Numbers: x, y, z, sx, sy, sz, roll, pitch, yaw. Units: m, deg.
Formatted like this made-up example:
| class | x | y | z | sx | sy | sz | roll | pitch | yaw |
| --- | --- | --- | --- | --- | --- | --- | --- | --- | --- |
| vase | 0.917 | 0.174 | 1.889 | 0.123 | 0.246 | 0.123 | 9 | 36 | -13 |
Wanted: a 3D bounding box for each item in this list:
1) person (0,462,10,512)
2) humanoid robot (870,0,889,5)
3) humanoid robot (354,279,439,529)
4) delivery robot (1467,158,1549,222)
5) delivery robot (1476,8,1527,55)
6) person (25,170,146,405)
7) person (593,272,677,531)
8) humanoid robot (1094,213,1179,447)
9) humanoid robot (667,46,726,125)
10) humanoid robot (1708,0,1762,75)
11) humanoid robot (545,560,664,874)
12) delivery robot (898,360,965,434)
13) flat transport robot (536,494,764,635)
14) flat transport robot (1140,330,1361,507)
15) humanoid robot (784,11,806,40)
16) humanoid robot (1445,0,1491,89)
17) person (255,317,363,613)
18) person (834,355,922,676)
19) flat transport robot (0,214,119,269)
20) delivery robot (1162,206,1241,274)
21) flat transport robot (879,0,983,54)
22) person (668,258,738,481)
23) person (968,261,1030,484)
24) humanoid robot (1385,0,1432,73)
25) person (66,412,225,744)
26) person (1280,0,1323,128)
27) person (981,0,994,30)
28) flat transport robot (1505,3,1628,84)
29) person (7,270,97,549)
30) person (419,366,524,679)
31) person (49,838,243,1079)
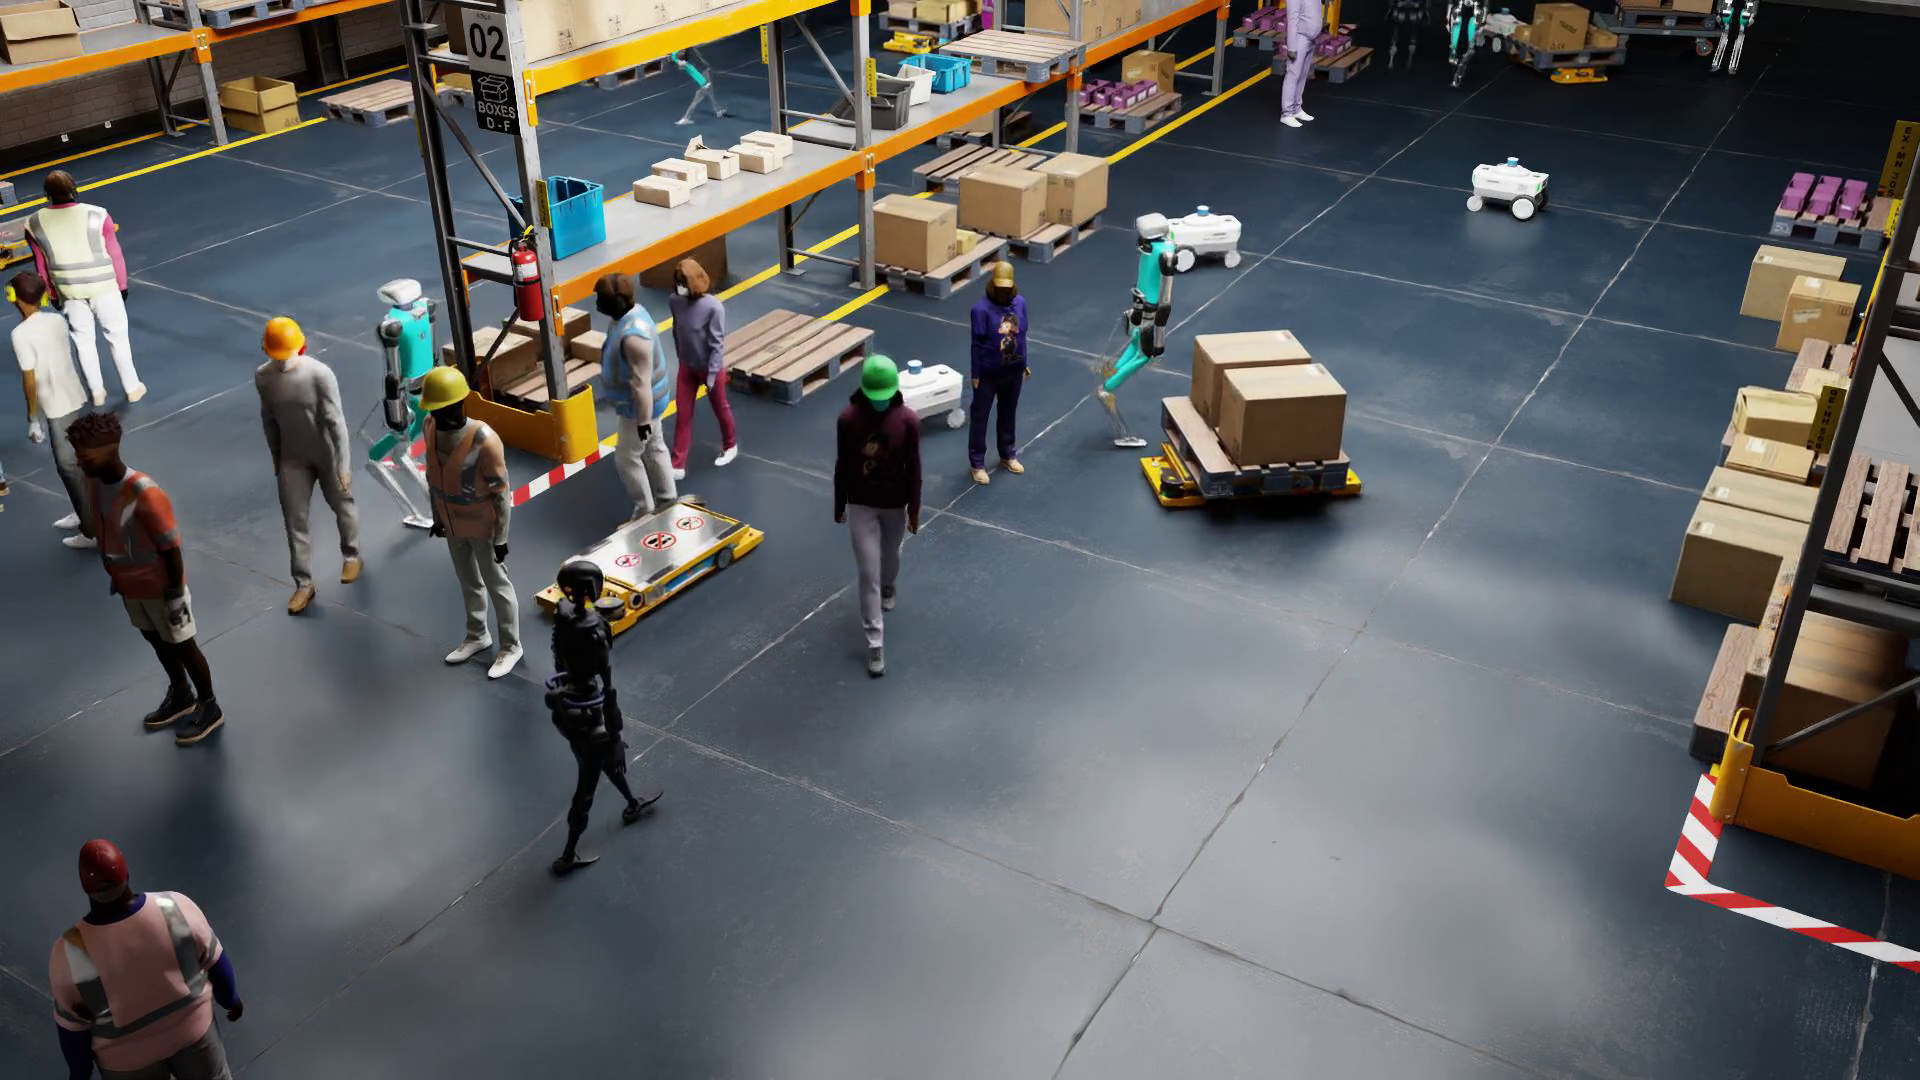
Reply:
| class | x | y | z | sx | sy | sz | roll | pitch | yaw |
| --- | --- | --- | --- | --- | --- | --- | --- | --- | --- |
| person | -6.832 | -1.099 | 11.135 | 0.394 | 1.991 | 0.621 | -8 | 30 | -14 |
| humanoid robot | -1.218 | -9.147 | 25.677 | 0.599 | 1.657 | 0.315 | 16 | 33 | 27 |
| humanoid robot | -3.747 | -0.892 | 11.008 | 0.673 | 1.763 | 0.541 | 8 | 30 | 14 |
| delivery robot | 5.622 | -3.624 | 17.034 | 0.739 | 0.566 | 0.499 | 16 | 33 | 27 |
| delivery robot | 7.585 | -7.105 | 23.226 | 0.499 | 0.600 | 0.802 | -10 | 31 | -17 |
| person | -6.702 | -1.925 | 12.772 | 0.615 | 1.830 | 0.431 | -8 | 30 | -14 |
| person | -2.138 | -0.893 | 10.949 | 0.459 | 1.820 | 0.640 | -7 | 30 | -13 |
| humanoid robot | 1.198 | -1.438 | 12.020 | 0.636 | 1.830 | 0.530 | -7 | 30 | -13 |
| humanoid robot | -3.136 | -5.788 | 19.772 | 0.836 | 1.857 | 0.545 | -14 | 32 | -23 |
| humanoid robot | 10.112 | -6.917 | 21.552 | 0.533 | 1.675 | 0.735 | 16 | 33 | 27 |
| humanoid robot | -1.764 | 0.821 | 8.075 | 0.702 | 1.631 | 0.614 | -21 | 36 | -33 |
| delivery robot | -0.359 | -1.045 | 12.514 | 0.793 | 0.608 | 0.499 | -19 | 34 | -30 |
| flat transport robot | -1.973 | 0.136 | 10.702 | 0.659 | 0.231 | 1.431 | 18 | 34 | 29 |
| flat transport robot | 2.060 | -0.503 | 11.831 | 1.431 | 0.231 | 0.659 | -4 | 30 | -8 |
| humanoid robot | -2.325 | -7.976 | 23.621 | 0.609 | 1.656 | 0.311 | 8 | 31 | 14 |
| humanoid robot | 6.413 | -6.560 | 21.061 | 0.561 | 1.716 | 0.980 | 9 | 31 | 15 |
| person | -3.991 | -0.468 | 10.156 | 0.565 | 1.853 | 0.821 | -1 | 30 | -2 |
| person | -0.478 | -0.260 | 9.764 | 0.513 | 1.884 | 1.030 | -4 | 30 | -6 |
| flat transport robot | -9.008 | -2.931 | 16.126 | 0.659 | 0.231 | 1.431 | 16 | 33 | 26 |
| delivery robot | 2.249 | -2.847 | 15.684 | 0.768 | 0.591 | 0.499 | -5 | 30 | -9 |
| flat transport robot | -0.413 | -7.152 | 23.593 | 0.659 | 0.231 | 1.431 | 18 | 34 | 28 |
| person | -1.858 | -1.191 | 11.687 | 0.504 | 1.598 | 0.738 | 15 | 33 | 25 |
| person | 0.286 | -1.182 | 11.654 | 0.454 | 1.621 | 0.349 | -15 | 33 | -25 |
| humanoid robot | 5.904 | -6.977 | 21.865 | 0.589 | 1.654 | 0.362 | 10 | 31 | 17 |
| person | -4.341 | 0.209 | 8.860 | 0.614 | 1.959 | 0.375 | 18 | 34 | 28 |
| person | 4.064 | -5.886 | 19.693 | 0.413 | 1.907 | 0.649 | 18 | 34 | 29 |
| person | 0.414 | -6.376 | 20.616 | 0.322 | 1.846 | 0.526 | 3 | 30 | 5 |
| flat transport robot | 7.975 | -6.341 | 22.159 | 0.659 | 0.231 | 1.431 | -5 | 30 | -9 |
| person | -5.929 | -0.843 | 10.848 | 0.463 | 1.831 | 0.556 | -2 | 30 | -4 |
| person | -2.790 | -0.104 | 9.442 | 0.584 | 1.927 | 0.374 | 17 | 34 | 27 |
| person | -3.006 | 1.826 | 6.202 | 0.623 | 1.752 | 0.420 | -23 | 37 | -35 |
